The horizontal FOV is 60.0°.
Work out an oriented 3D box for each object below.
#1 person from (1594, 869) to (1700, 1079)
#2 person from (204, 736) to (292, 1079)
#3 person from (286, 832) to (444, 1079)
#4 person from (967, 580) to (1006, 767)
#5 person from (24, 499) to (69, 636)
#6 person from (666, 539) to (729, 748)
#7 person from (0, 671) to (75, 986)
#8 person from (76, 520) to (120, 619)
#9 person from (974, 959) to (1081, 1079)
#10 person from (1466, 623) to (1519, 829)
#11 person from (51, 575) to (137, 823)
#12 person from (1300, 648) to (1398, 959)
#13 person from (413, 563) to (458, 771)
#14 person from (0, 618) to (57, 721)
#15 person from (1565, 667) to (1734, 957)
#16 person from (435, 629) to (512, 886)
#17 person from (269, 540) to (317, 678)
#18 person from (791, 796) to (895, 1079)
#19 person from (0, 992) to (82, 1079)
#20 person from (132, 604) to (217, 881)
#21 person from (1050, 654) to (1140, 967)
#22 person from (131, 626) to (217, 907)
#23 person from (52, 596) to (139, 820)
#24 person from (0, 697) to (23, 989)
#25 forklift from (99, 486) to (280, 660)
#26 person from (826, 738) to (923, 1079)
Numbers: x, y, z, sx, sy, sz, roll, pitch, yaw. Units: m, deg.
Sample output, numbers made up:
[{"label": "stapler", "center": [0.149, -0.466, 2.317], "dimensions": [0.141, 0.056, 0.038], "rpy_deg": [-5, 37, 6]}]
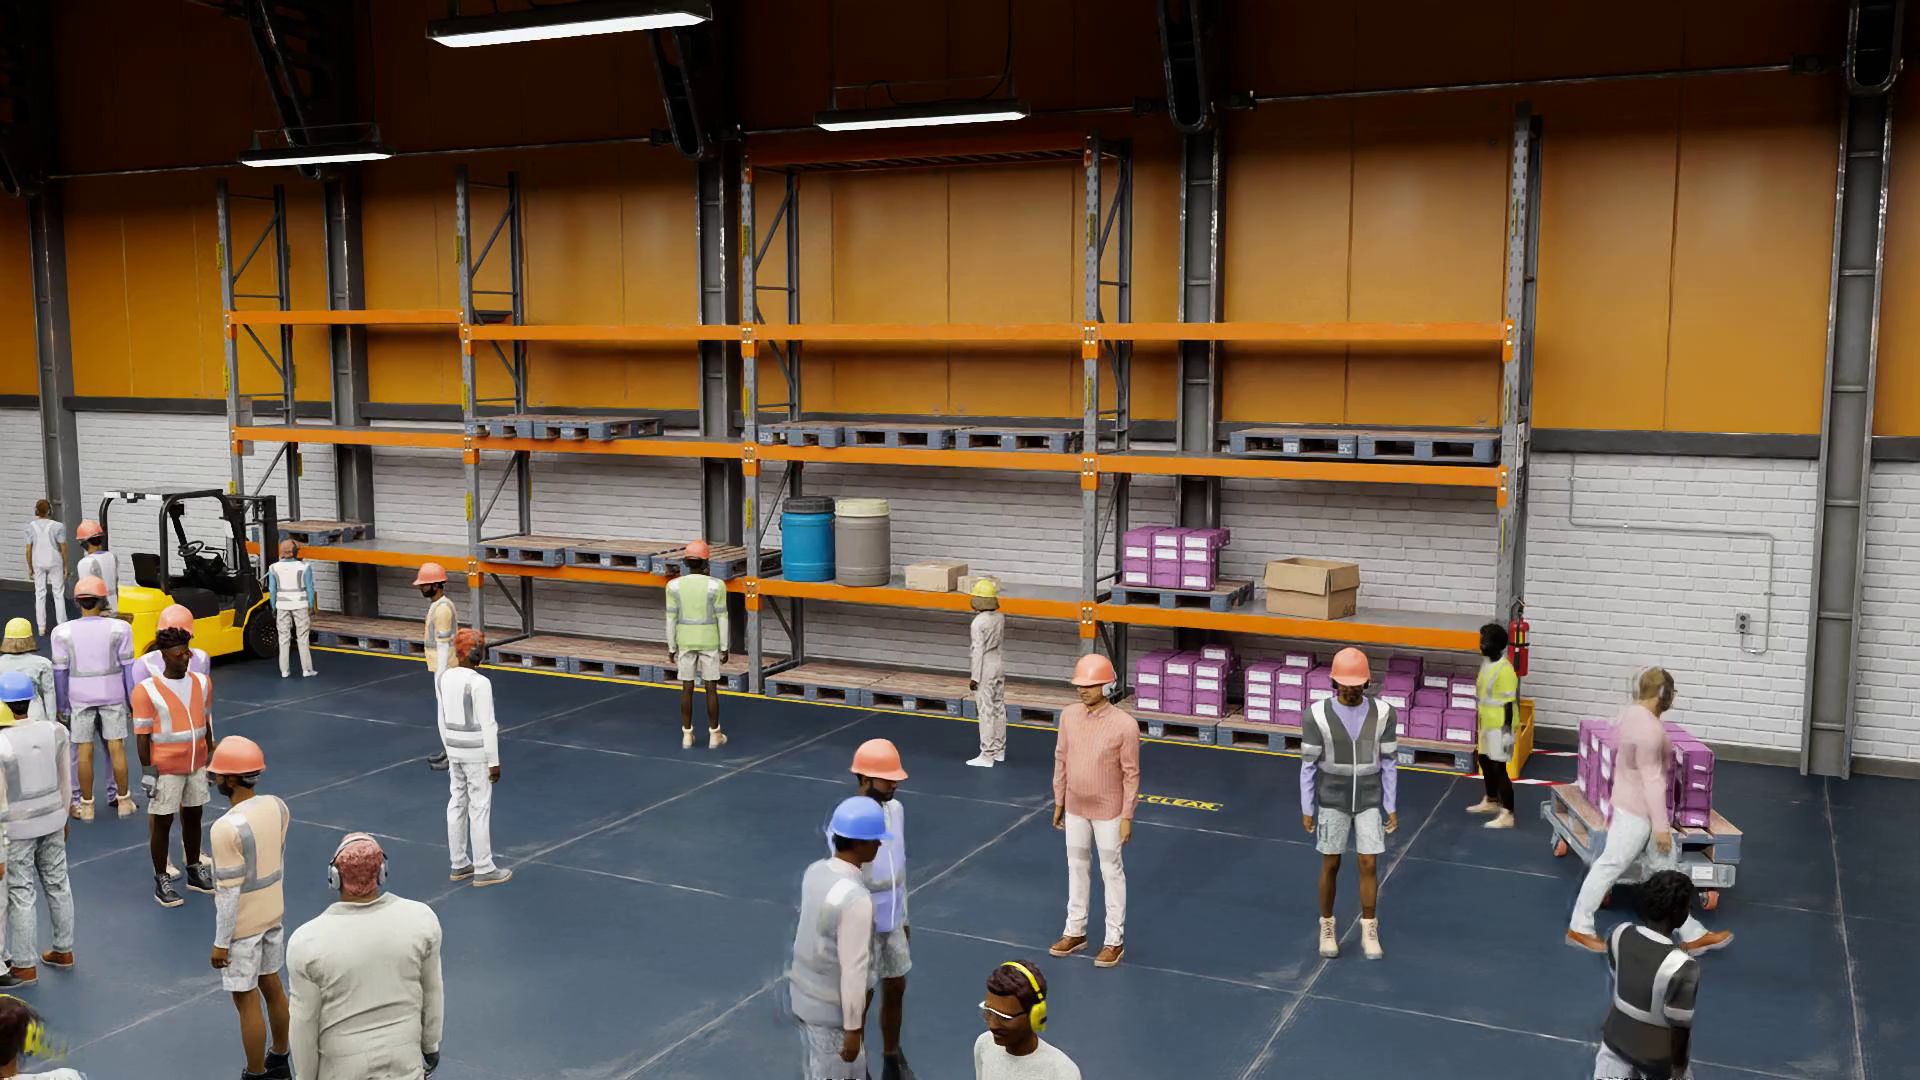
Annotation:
[{"label": "person", "center": [3.053, 2.272, 7.405], "dimensions": [0.876, 1.652, 0.534], "rpy_deg": [-3, 8, -23]}, {"label": "person", "center": [-3.723, 1.974, 8.669], "dimensions": [0.357, 1.938, 0.545], "rpy_deg": [1, 7, 7]}, {"label": "person", "center": [-2.522, 2.183, 7.073], "dimensions": [0.643, 1.909, 0.410], "rpy_deg": [-5, 9, -36]}, {"label": "person", "center": [0.235, 1.239, 15.536], "dimensions": [0.306, 1.745, 0.483], "rpy_deg": [4, 8, 32]}, {"label": "person", "center": [-12.241, 0.370, 22.323], "dimensions": [0.506, 1.842, 0.346], "rpy_deg": [-2, 7, -17]}, {"label": "person", "center": [-2.544, 1.011, 16.189], "dimensions": [0.605, 2.045, 0.385], "rpy_deg": [1, 7, 5]}, {"label": "person", "center": [-5.779, 1.771, 10.293], "dimensions": [0.389, 1.949, 0.602], "rpy_deg": [3, 8, 24]}, {"label": "person", "center": [-9.284, 0.806, 17.901], "dimensions": [0.394, 2.040, 0.609], "rpy_deg": [0, 7, 4]}, {"label": "person", "center": [0.213, 2.361, 5.803], "dimensions": [0.326, 1.862, 0.508], "rpy_deg": [-6, 9, -42]}, {"label": "person", "center": [4.382, 1.513, 13.642], "dimensions": [0.333, 1.674, 0.624], "rpy_deg": [0, 7, -2]}, {"label": "person", "center": [-7.139, 1.307, 13.752], "dimensions": [0.613, 2.039, 0.393], "rpy_deg": [-3, 8, -25]}, {"label": "person", "center": [2.501, 1.686, 10.691], "dimensions": [0.612, 2.029, 0.409], "rpy_deg": [0, 7, 2]}, {"label": "person", "center": [-4.833, 1.165, 15.418], "dimensions": [0.399, 1.928, 0.542], "rpy_deg": [-3, 7, -22]}, {"label": "person", "center": [-7.571, 1.492, 13.452], "dimensions": [0.487, 1.744, 0.296], "rpy_deg": [-3, 8, -26]}, {"label": "person", "center": [4.442, 1.760, 10.713], "dimensions": [1.031, 1.871, 0.679], "rpy_deg": [3, 7, 20]}, {"label": "person", "center": [-3.567, 1.582, 12.153], "dimensions": [0.574, 1.878, 0.356], "rpy_deg": [5, 8, 35]}, {"label": "person", "center": [-7.827, 0.810, 19.513], "dimensions": [0.512, 1.638, 0.312], "rpy_deg": [0, 7, -3]}, {"label": "person", "center": [-0.674, 2.122, 7.627], "dimensions": [0.822, 1.909, 0.647], "rpy_deg": [-3, 7, -21]}, {"label": "person", "center": [-3.091, 2.417, 5.537], "dimensions": [0.926, 1.830, 0.521], "rpy_deg": [5, 9, 37]}, {"label": "person", "center": [-5.788, 1.482, 12.335], "dimensions": [0.393, 2.036, 0.605], "rpy_deg": [4, 8, 30]}, {"label": "person", "center": [0.850, 1.710, 10.627], "dimensions": [0.615, 1.993, 0.386], "rpy_deg": [5, 9, 36]}, {"label": "person", "center": [-5.535, 1.582, 11.787], "dimensions": [0.367, 1.966, 0.604], "rpy_deg": [4, 8, 28]}, {"label": "person", "center": [-7.181, 1.371, 13.878], "dimensions": [0.409, 1.895, 0.660], "rpy_deg": [6, 9, 39]}, {"label": "person", "center": [-5.925, 1.849, 10.204], "dimensions": [0.403, 1.819, 0.602], "rpy_deg": [-4, 8, -30]}, {"label": "forklift", "center": [-9.426, 0.454, 20.179], "dimensions": [1.214, 2.155, 2.313], "rpy_deg": [3, 8, 26]}, {"label": "person", "center": [-0.436, 1.979, 8.645], "dimensions": [0.374, 1.933, 0.556], "rpy_deg": [5, 9, 37]}]
